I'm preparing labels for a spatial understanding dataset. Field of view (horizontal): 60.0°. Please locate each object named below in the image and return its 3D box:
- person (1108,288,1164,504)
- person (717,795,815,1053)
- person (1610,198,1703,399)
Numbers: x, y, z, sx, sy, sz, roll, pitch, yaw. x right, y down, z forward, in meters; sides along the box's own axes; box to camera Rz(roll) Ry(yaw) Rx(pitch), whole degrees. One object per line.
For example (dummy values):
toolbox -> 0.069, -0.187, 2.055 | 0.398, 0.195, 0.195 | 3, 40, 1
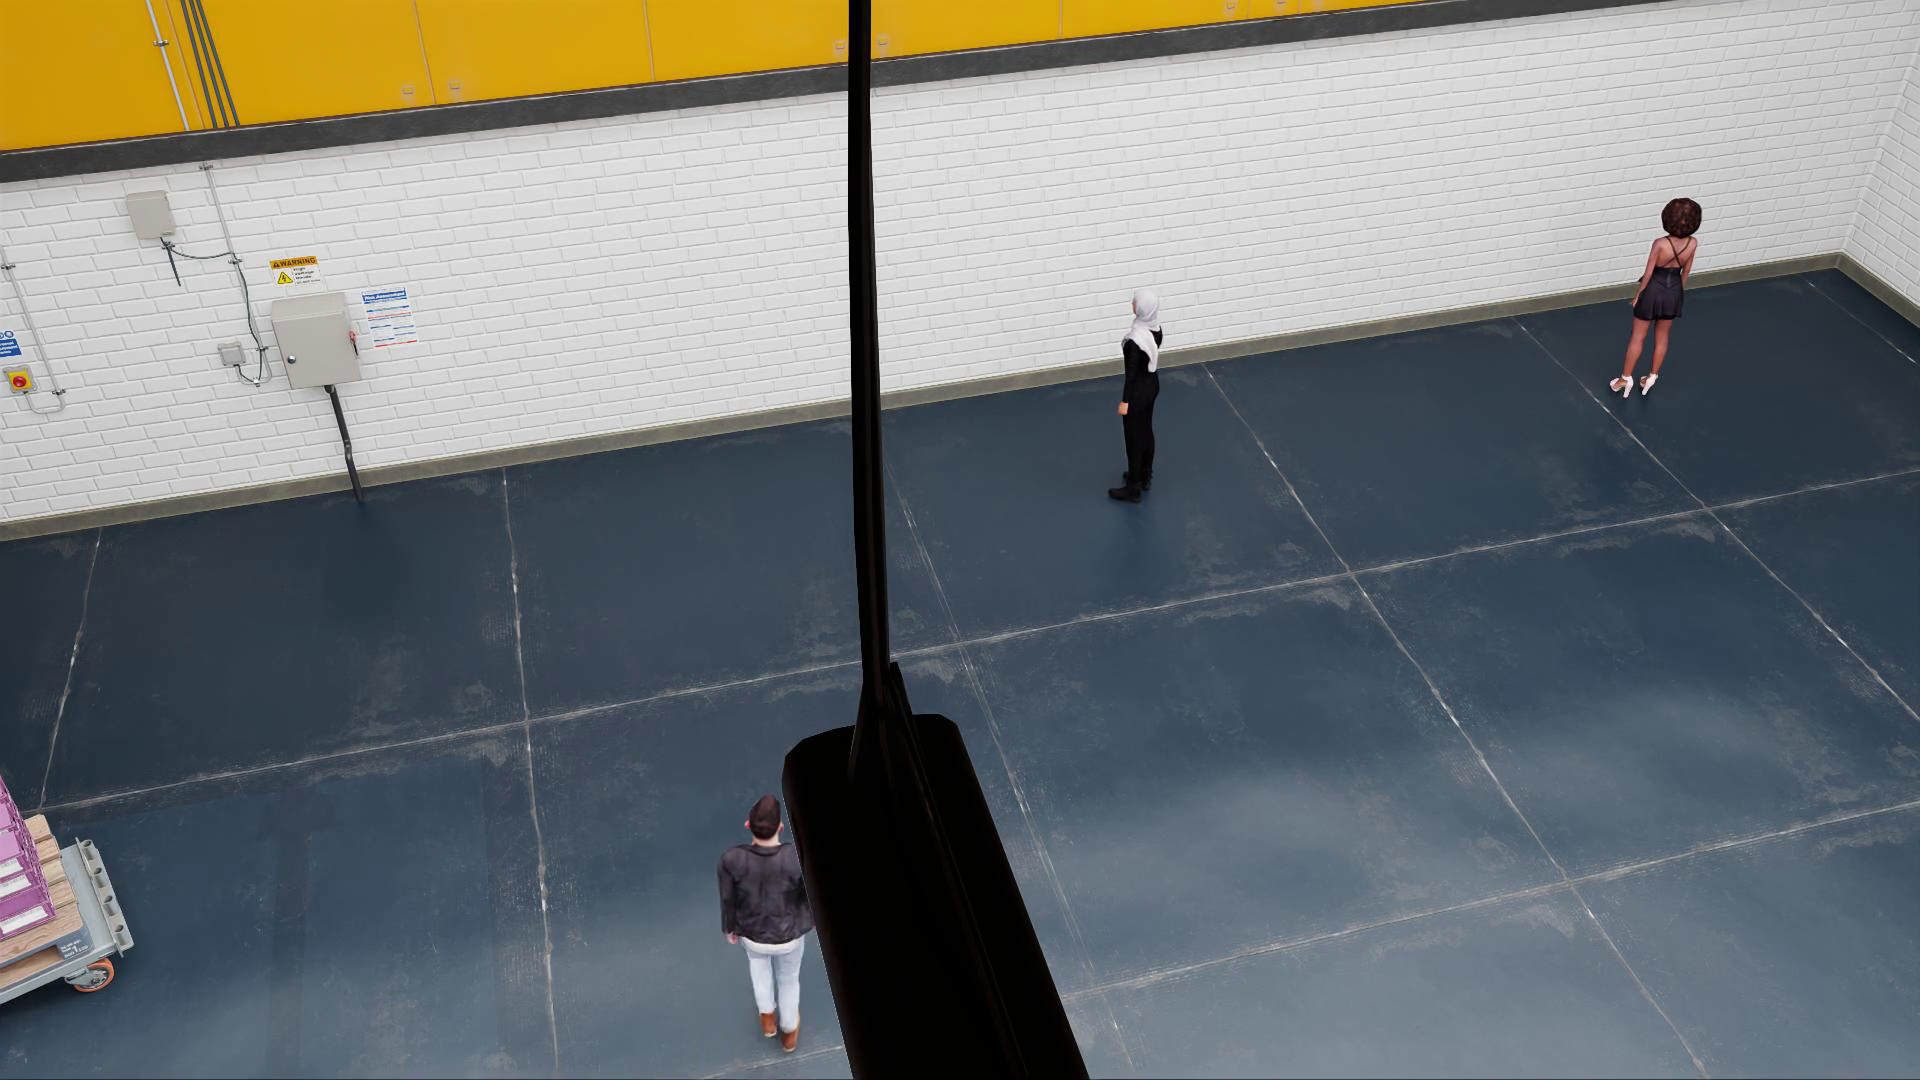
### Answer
person -> 1.361, -1.079, 12.464 | 0.730, 1.777, 0.667 | 19, 42, 22
person -> -0.966, 2.046, 8.516 | 0.731, 1.822, 0.679 | -1, 39, -1
person -> 5.702, -1.964, 13.563 | 0.579, 1.790, 0.574 | -4, 39, -5
